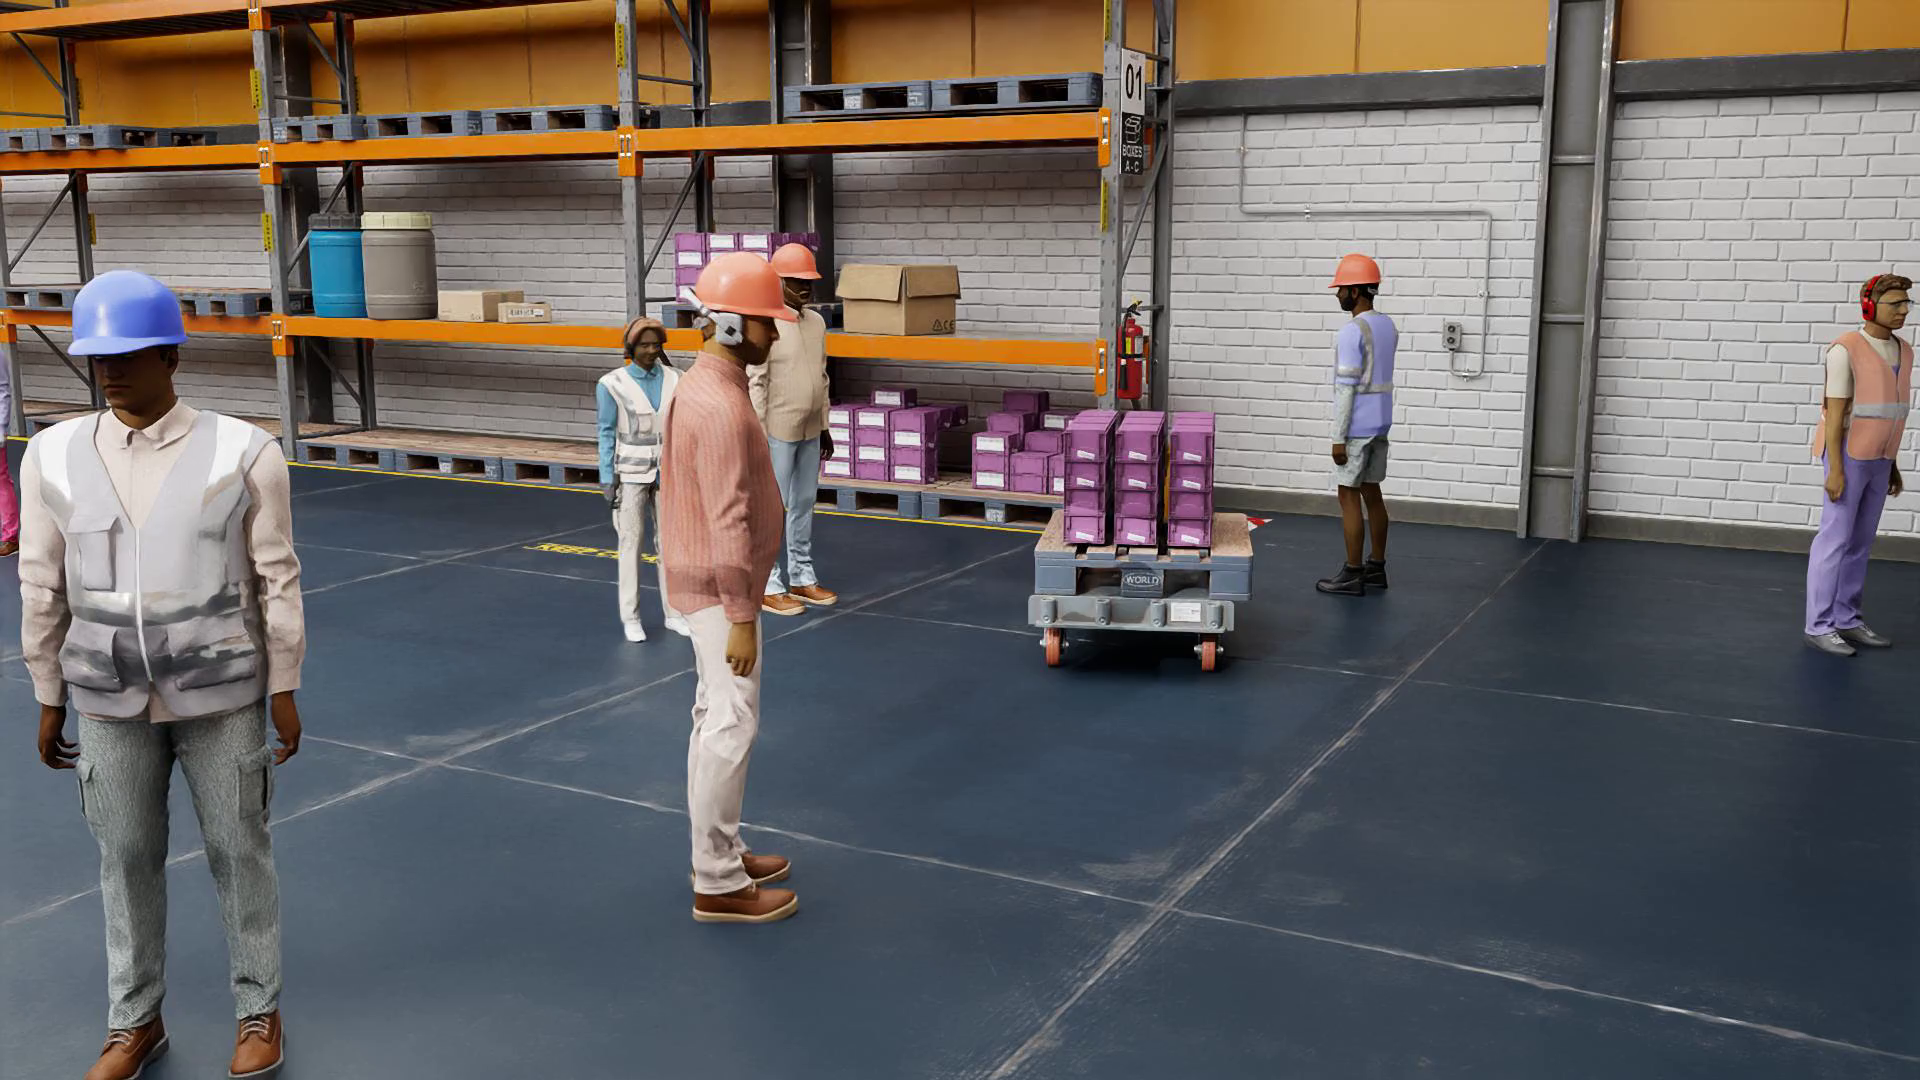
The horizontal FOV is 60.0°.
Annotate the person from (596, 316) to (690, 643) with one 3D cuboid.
[{"bbox_3d":[-1.571,-0.302,8.357,0.524,1.631,0.320,-8,13,-36],"label":"person"}]

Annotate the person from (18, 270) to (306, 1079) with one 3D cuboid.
[{"bbox_3d":[-1.864,0.349,3.911,0.615,1.945,0.400,-2,10,-9],"label":"person"}]

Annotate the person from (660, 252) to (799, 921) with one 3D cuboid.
[{"bbox_3d":[-0.671,0.151,4.924,0.408,1.980,0.626,-3,11,-14],"label":"person"}]

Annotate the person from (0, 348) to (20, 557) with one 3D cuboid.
[{"bbox_3d":[-6.210,-0.699,10.522,0.499,1.633,0.279,4,11,21],"label":"person"}]

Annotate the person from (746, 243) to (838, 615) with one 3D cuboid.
[{"bbox_3d":[-0.901,-0.594,8.984,0.406,1.988,0.613,7,12,32],"label":"person"}]

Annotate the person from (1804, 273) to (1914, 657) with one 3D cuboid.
[{"bbox_3d":[4.404,-0.372,8.144,0.565,1.847,0.396,-6,12,-30],"label":"person"}]

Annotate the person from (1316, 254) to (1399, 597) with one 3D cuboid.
[{"bbox_3d":[2.242,-0.644,9.425,0.384,1.929,0.551,9,14,42],"label":"person"}]
